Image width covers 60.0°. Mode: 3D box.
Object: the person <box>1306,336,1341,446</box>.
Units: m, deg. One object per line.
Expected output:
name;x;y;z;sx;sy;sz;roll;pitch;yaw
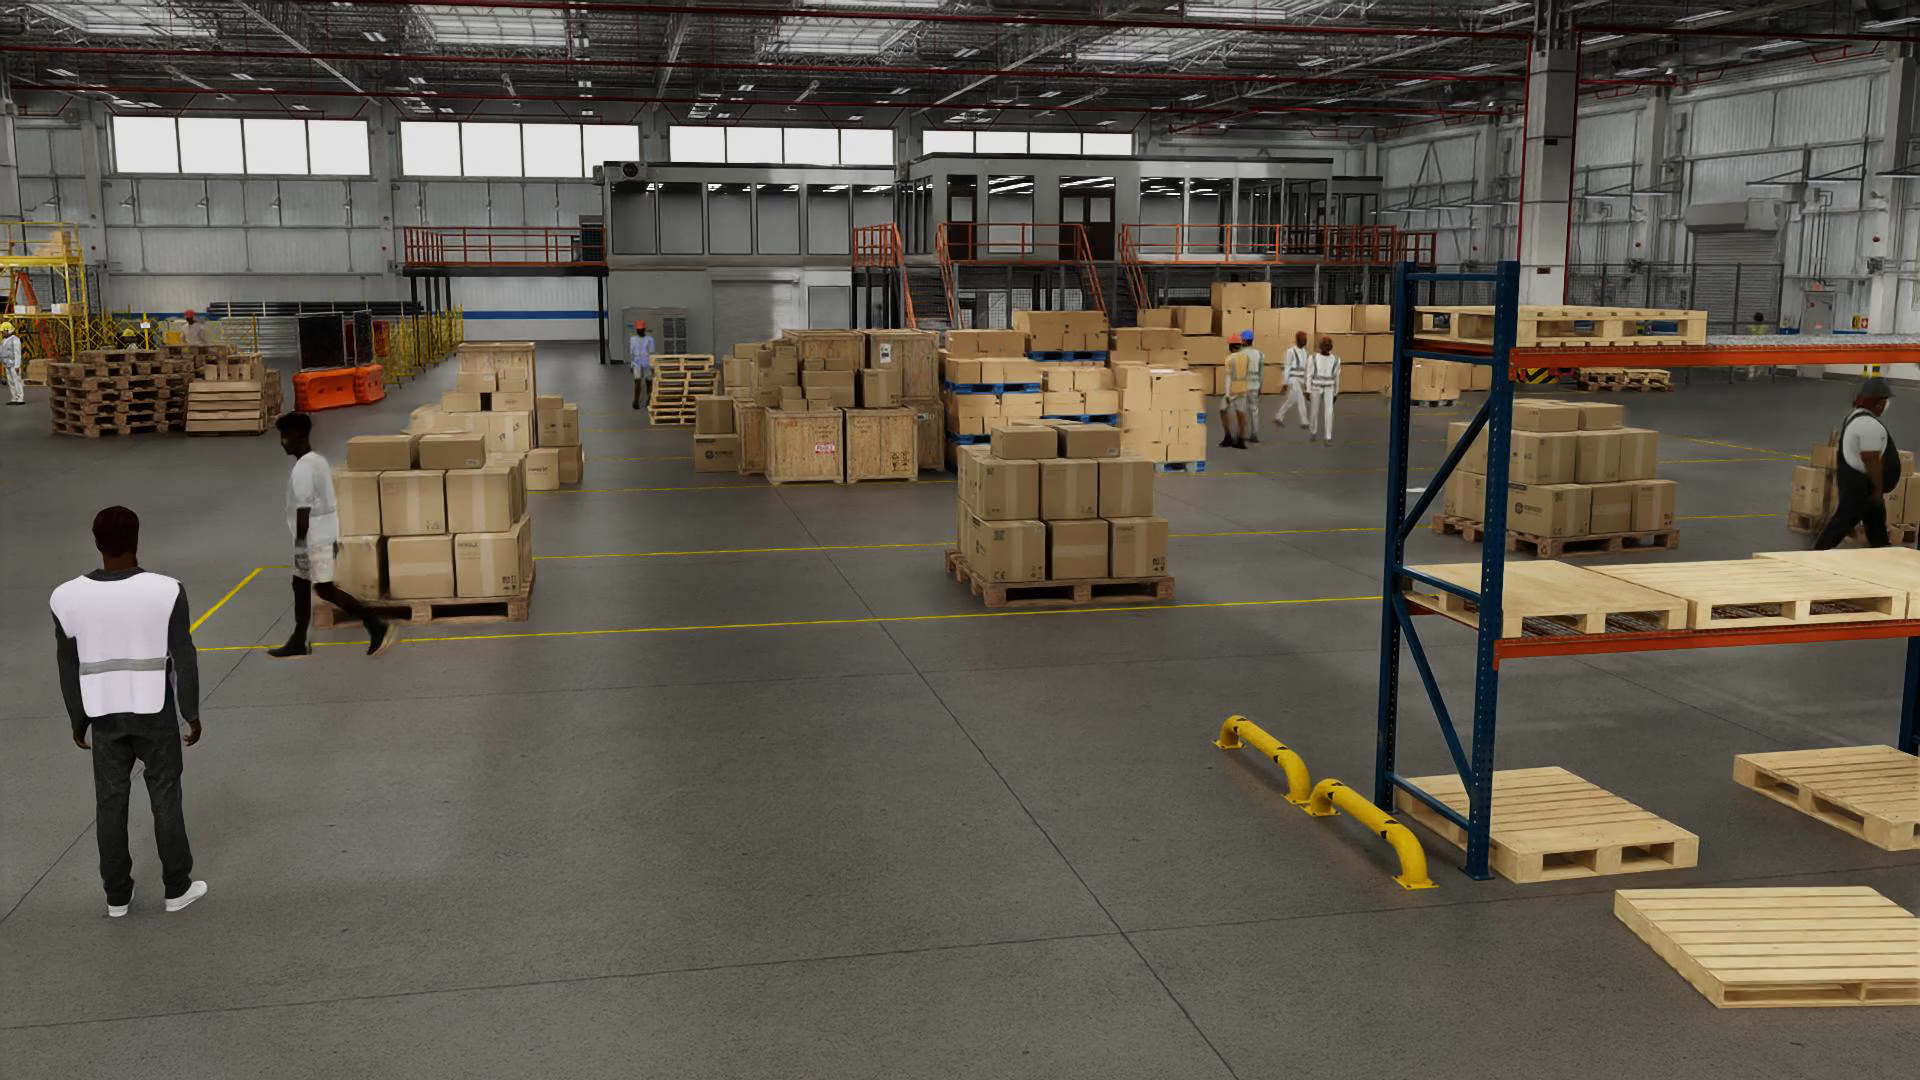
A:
person;6.159;-2.543;28.287;0.576;1.849;0.923;1;9;5

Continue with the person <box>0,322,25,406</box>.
person;-20.573;-3.808;36.063;0.595;1.824;0.404;6;11;33

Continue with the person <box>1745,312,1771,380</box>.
person;21.134;-5.126;44.104;0.640;1.819;0.752;5;11;28

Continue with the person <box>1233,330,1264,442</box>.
person;4.922;-2.626;28.516;0.601;1.940;0.415;-4;10;-24

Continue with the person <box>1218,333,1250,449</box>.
person;4.540;-2.465;27.595;0.562;1.917;0.607;-6;11;-30

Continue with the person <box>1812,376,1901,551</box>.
person;8.558;-0.582;15.727;1.044;2.000;0.693;3;10;20

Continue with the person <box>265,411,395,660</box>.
person;-4.850;-0.026;12.687;0.897;1.929;0.636;-2;10;-13

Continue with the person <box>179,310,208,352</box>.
person;-18.601;-4.568;40.236;0.663;1.960;0.857;0;9;2

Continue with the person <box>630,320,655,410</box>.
person;-6.737;-3.710;35.275;0.561;1.884;0.980;1;9;5

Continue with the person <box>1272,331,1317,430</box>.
person;6.212;-2.967;30.913;0.993;1.840;0.584;8;12;41

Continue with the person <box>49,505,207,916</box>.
person;-3.834;0.795;7.700;0.593;1.920;0.391;-2;10;-12

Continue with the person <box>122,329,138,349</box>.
person;-17.009;-3.458;34.161;0.295;1.743;0.493;-7;12;-37

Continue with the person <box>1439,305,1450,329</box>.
person;14.948;-6.289;51.108;0.505;1.845;0.346;4;10;25
